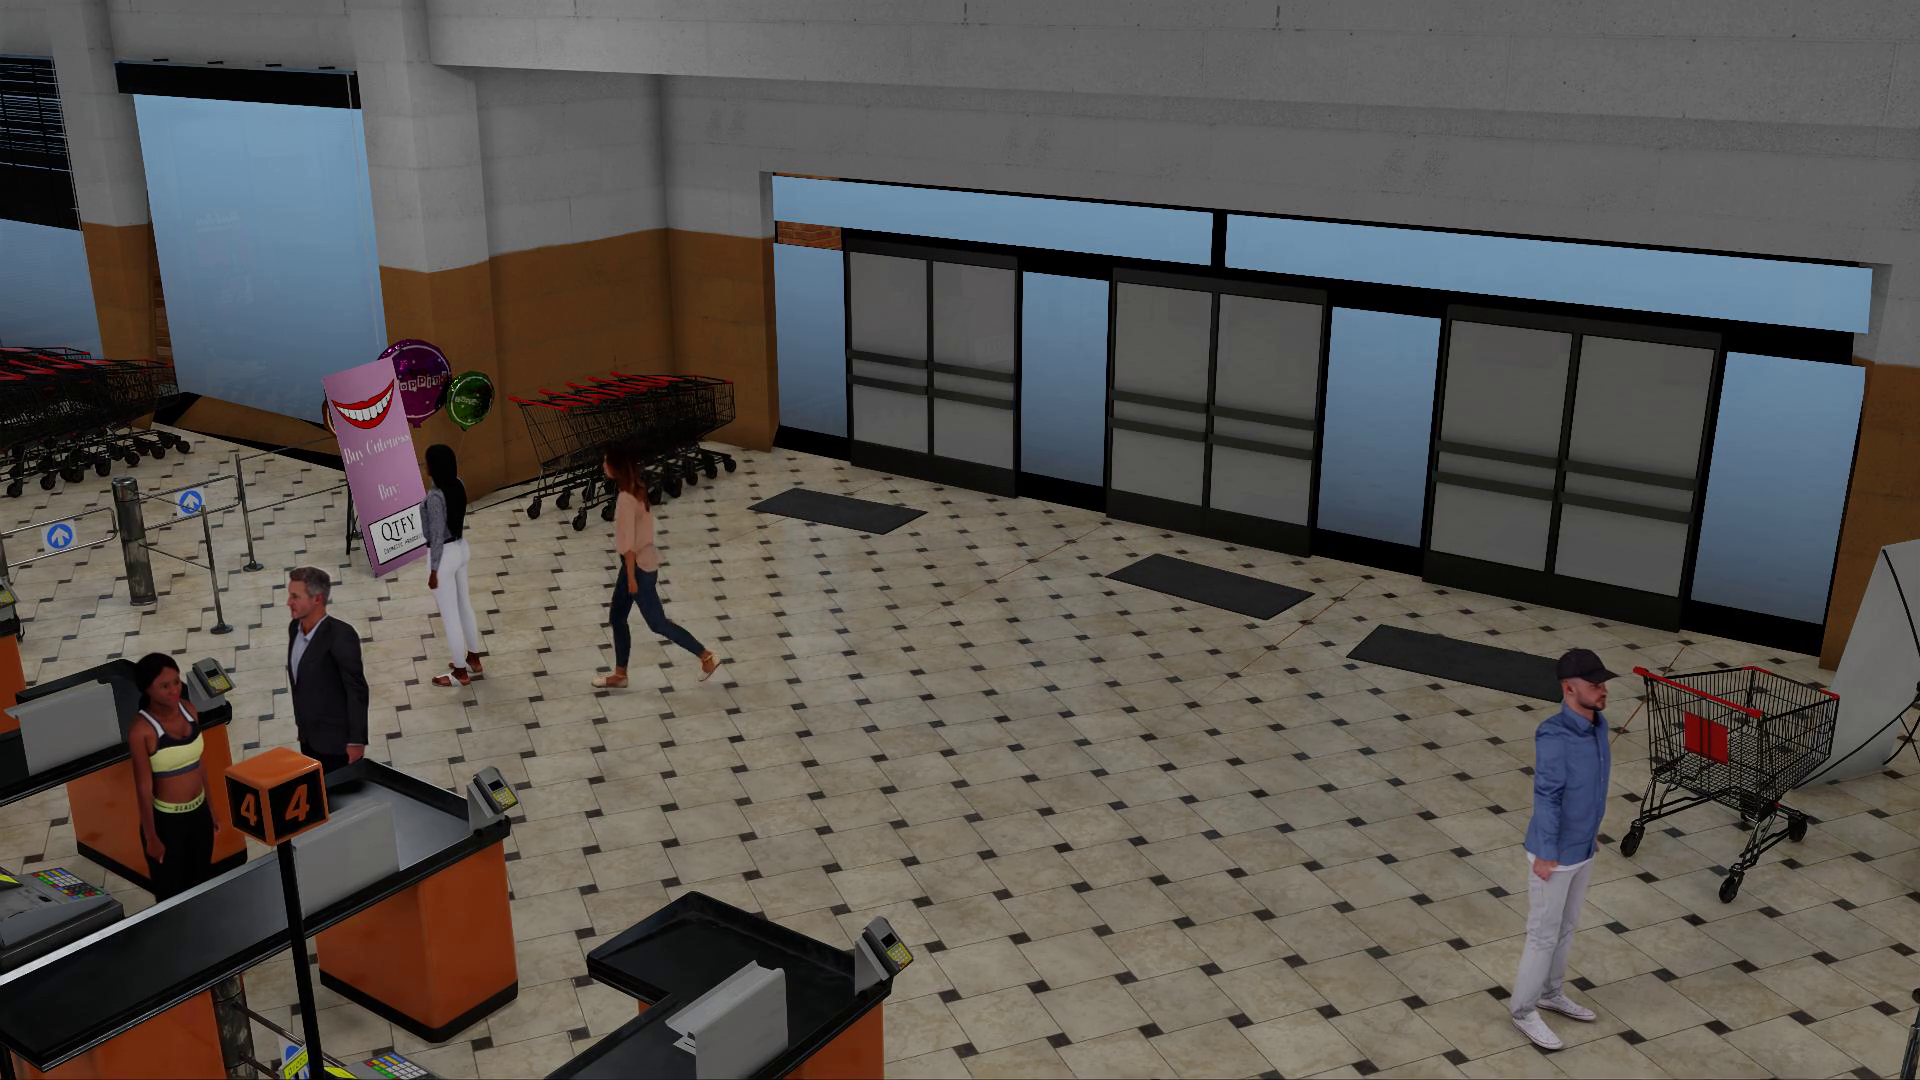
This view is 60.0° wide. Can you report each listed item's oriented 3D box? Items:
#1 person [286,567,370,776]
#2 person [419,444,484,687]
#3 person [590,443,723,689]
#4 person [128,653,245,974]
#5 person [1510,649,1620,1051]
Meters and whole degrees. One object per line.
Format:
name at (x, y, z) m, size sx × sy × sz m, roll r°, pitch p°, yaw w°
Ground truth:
person at (-3.357, 1.004, 8.840) m, size 0.728 × 1.840 × 0.573 m, roll 13°, pitch 23°, yaw 35°
person at (-3.541, 0.159, 11.527) m, size 0.734 × 1.725 × 0.604 m, roll 3°, pitch 19°, yaw 9°
person at (-2.089, 0.217, 11.310) m, size 1.131 × 1.753 × 1.123 m, roll -1°, pitch 19°, yaw -4°
person at (-3.743, 1.354, 7.937) m, size 0.659 × 1.753 × 0.499 m, roll 8°, pitch 20°, yaw 23°
person at (2.773, 1.385, 7.634) m, size 0.577 × 1.888 × 0.753 m, roll -17°, pitch 25°, yaw -41°
